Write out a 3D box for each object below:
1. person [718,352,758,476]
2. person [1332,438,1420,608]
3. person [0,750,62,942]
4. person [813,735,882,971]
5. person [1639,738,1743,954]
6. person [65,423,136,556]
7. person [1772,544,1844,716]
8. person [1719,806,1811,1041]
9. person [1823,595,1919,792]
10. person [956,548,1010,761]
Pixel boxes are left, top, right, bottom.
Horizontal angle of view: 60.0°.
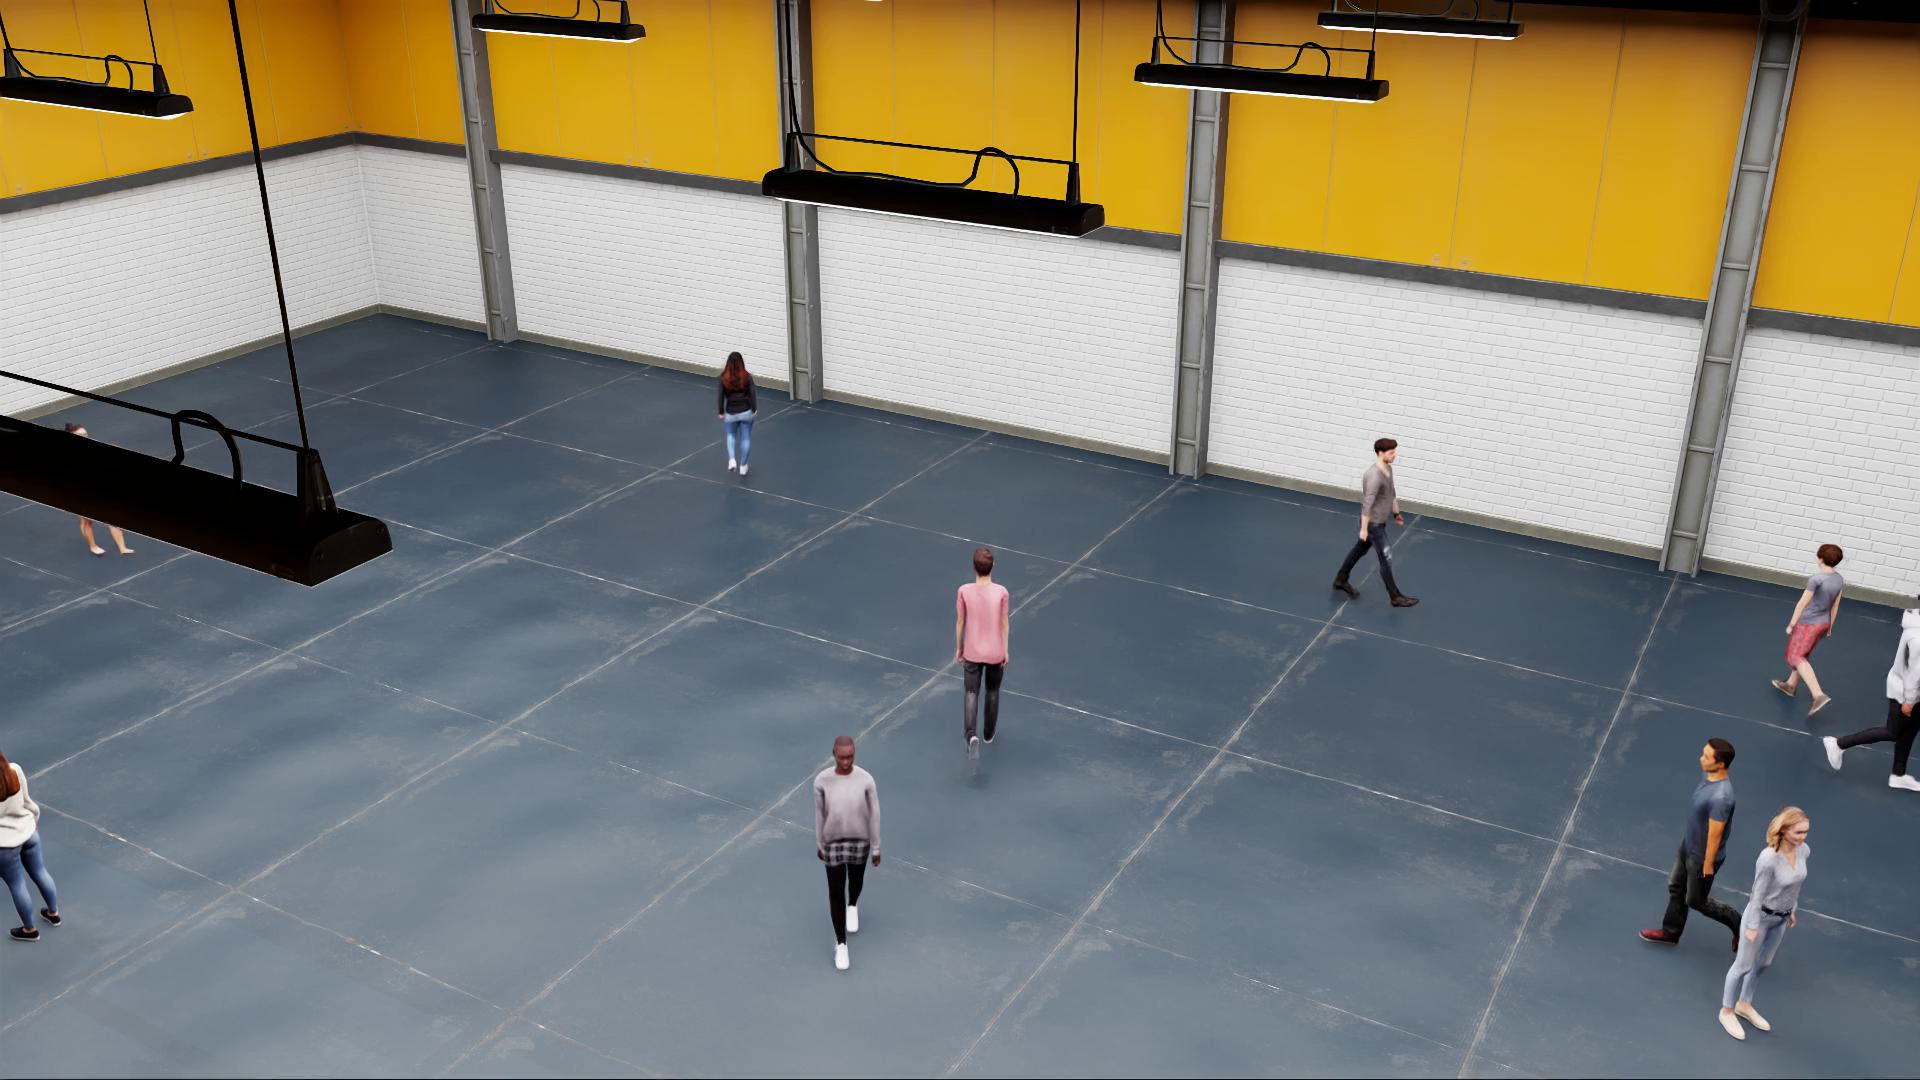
[{"bbox_3d":[-2.824,-1.585,21.192,0.743,1.623,0.827,-1,24,-2],"label":"person"},{"bbox_3d":[4.339,-0.202,17.734,1.202,1.858,0.739,11,26,23],"label":"person"},{"bbox_3d":[-7.063,2.218,12.403,0.551,1.694,0.617,12,26,25],"label":"person"},{"bbox_3d":[-0.833,2.207,12.365,1.037,1.746,1.032,-2,24,-5],"label":"person"},{"bbox_3d":[5.528,2.276,12.156,1.082,1.786,0.851,5,24,12],"label":"person"},{"bbox_3d":[-9.935,-0.559,18.897,0.901,1.582,0.602,14,27,29],"label":"person"},{"bbox_3d":[8.041,0.843,15.627,0.968,1.631,1.089,-9,25,-19],"label":"person"},{"bbox_3d":[5.539,2.597,11.412,0.657,1.795,0.683,-10,26,-22],"label":"person"},{"bbox_3d":[8.044,1.264,14.321,1.092,1.907,0.690,14,27,29],"label":"person"},{"bbox_3d":[0.198,1.043,14.787,1.107,1.938,0.981,2,24,5],"label":"person"}]
